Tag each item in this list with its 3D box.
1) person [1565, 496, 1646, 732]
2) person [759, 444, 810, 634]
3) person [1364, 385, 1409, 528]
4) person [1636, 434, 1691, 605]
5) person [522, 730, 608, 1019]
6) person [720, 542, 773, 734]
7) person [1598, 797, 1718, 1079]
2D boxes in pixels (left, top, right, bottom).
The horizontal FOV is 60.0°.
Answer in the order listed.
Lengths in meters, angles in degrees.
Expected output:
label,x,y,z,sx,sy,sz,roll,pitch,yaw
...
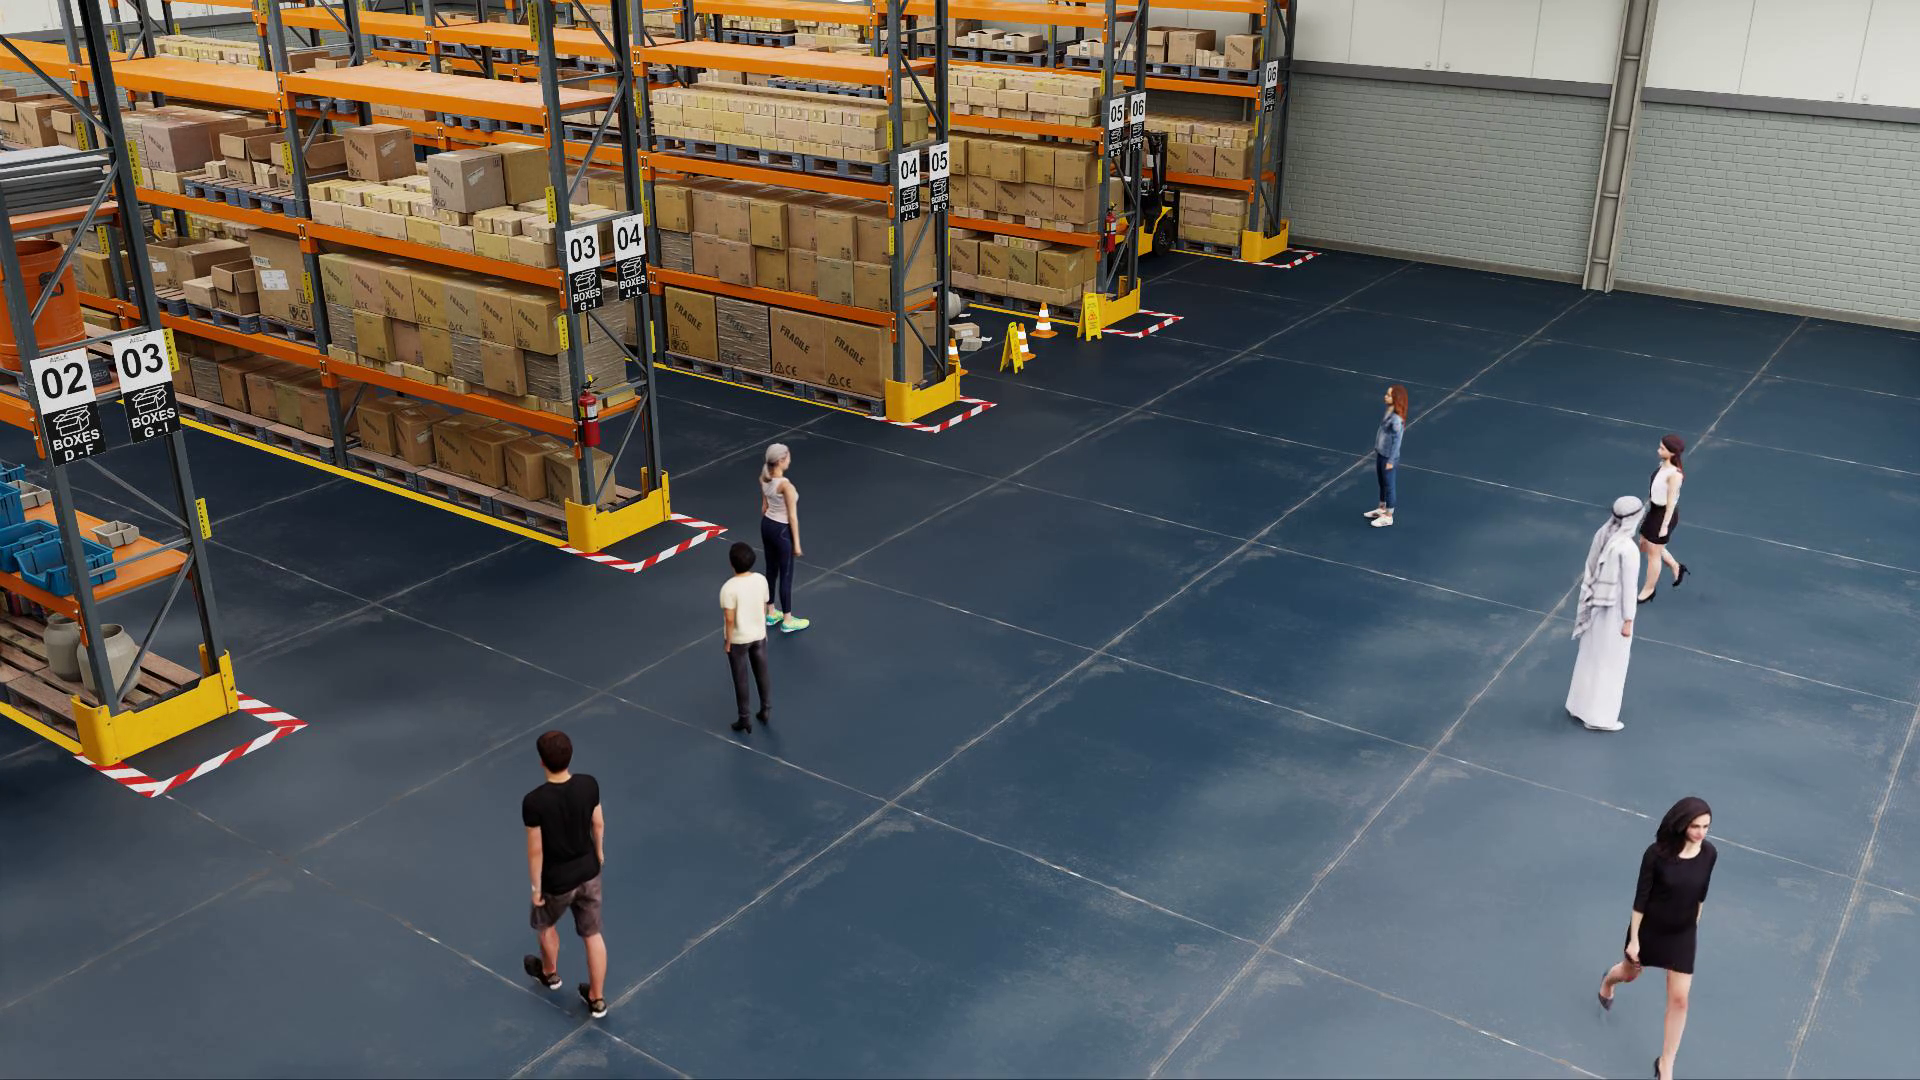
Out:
label,x,y,z,sx,sy,sz,roll,pitch,yaw
person,5.075,0.554,13.014,0.858,1.925,0.789,-5,24,-12
person,-1.605,-0.028,14.663,0.705,1.706,0.543,-20,30,-38
person,4.371,-0.871,16.940,0.679,1.474,0.641,-1,23,-3
person,6.445,-0.174,15.090,0.864,1.640,0.778,0,23,-1
person,-2.257,1.998,9.726,0.861,1.840,1.038,-17,28,-35
person,-1.662,0.758,12.966,0.641,1.587,0.572,-17,29,-35
person,3.907,2.189,9.369,1.121,1.768,1.064,0,23,1
